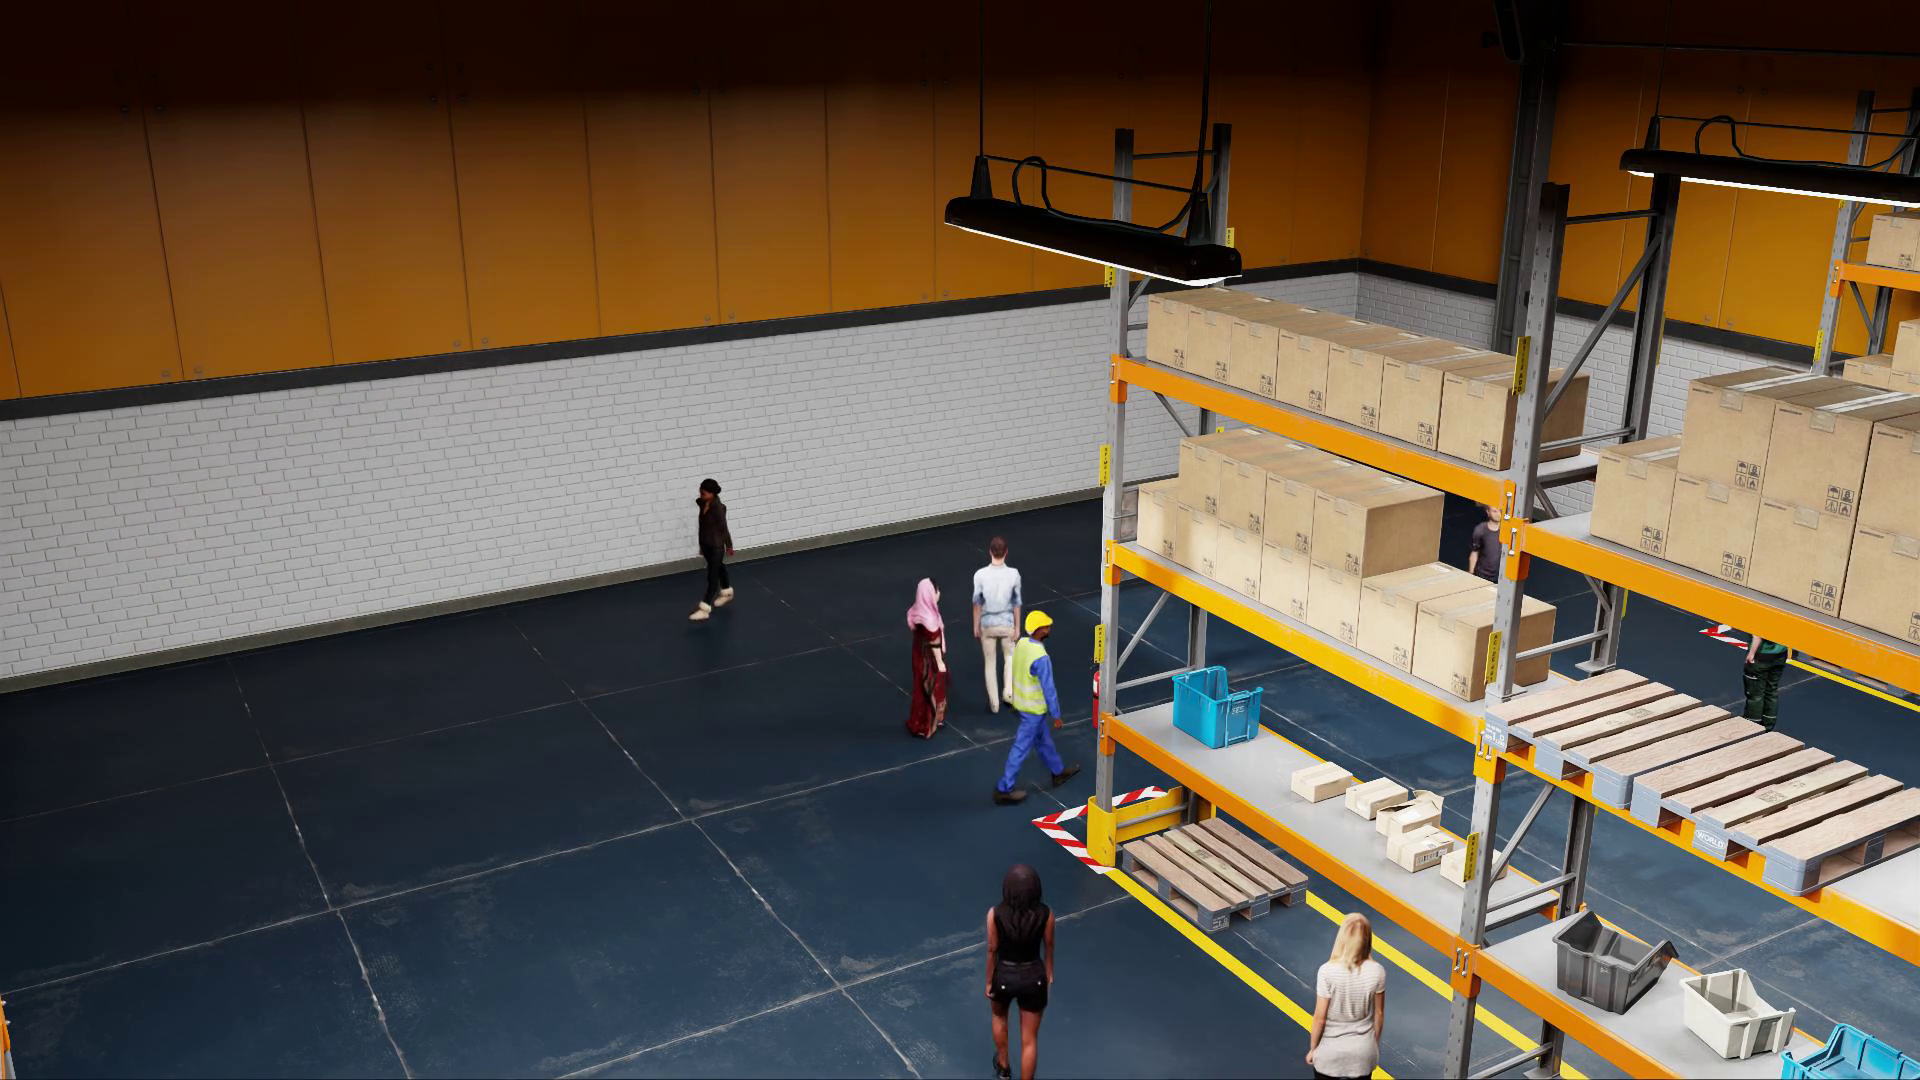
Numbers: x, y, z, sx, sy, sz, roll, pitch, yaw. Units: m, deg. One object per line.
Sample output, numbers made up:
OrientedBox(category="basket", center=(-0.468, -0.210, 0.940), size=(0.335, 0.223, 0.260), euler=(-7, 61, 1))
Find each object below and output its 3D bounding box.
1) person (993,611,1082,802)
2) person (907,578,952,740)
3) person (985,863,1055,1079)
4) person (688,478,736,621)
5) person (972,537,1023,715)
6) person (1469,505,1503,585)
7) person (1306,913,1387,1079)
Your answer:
OrientedBox(category="person", center=(0.551, 1.510, 14.781), size=(0.884, 1.771, 1.129), euler=(-7, 20, -19))
OrientedBox(category="person", center=(-0.394, 1.155, 16.066), size=(0.828, 1.622, 0.754), euler=(-1, 19, -4))
OrientedBox(category="person", center=(0.381, 2.915, 10.687), size=(0.817, 1.720, 0.925), euler=(0, 19, 0))
OrientedBox(category="person", center=(-2.961, 0.119, 19.129), size=(1.104, 1.631, 0.889), euler=(6, 19, 17))
OrientedBox(category="person", center=(0.363, 0.888, 16.523), size=(0.806, 1.837, 0.865), euler=(0, 19, 0))
OrientedBox(category="person", center=(5.741, 0.386, 18.159), size=(0.907, 1.745, 1.141), euler=(-2, 19, -6))
OrientedBox(category="person", center=(2.330, 3.075, 10.044), size=(0.684, 1.826, 0.665), euler=(-2, 19, -6))
